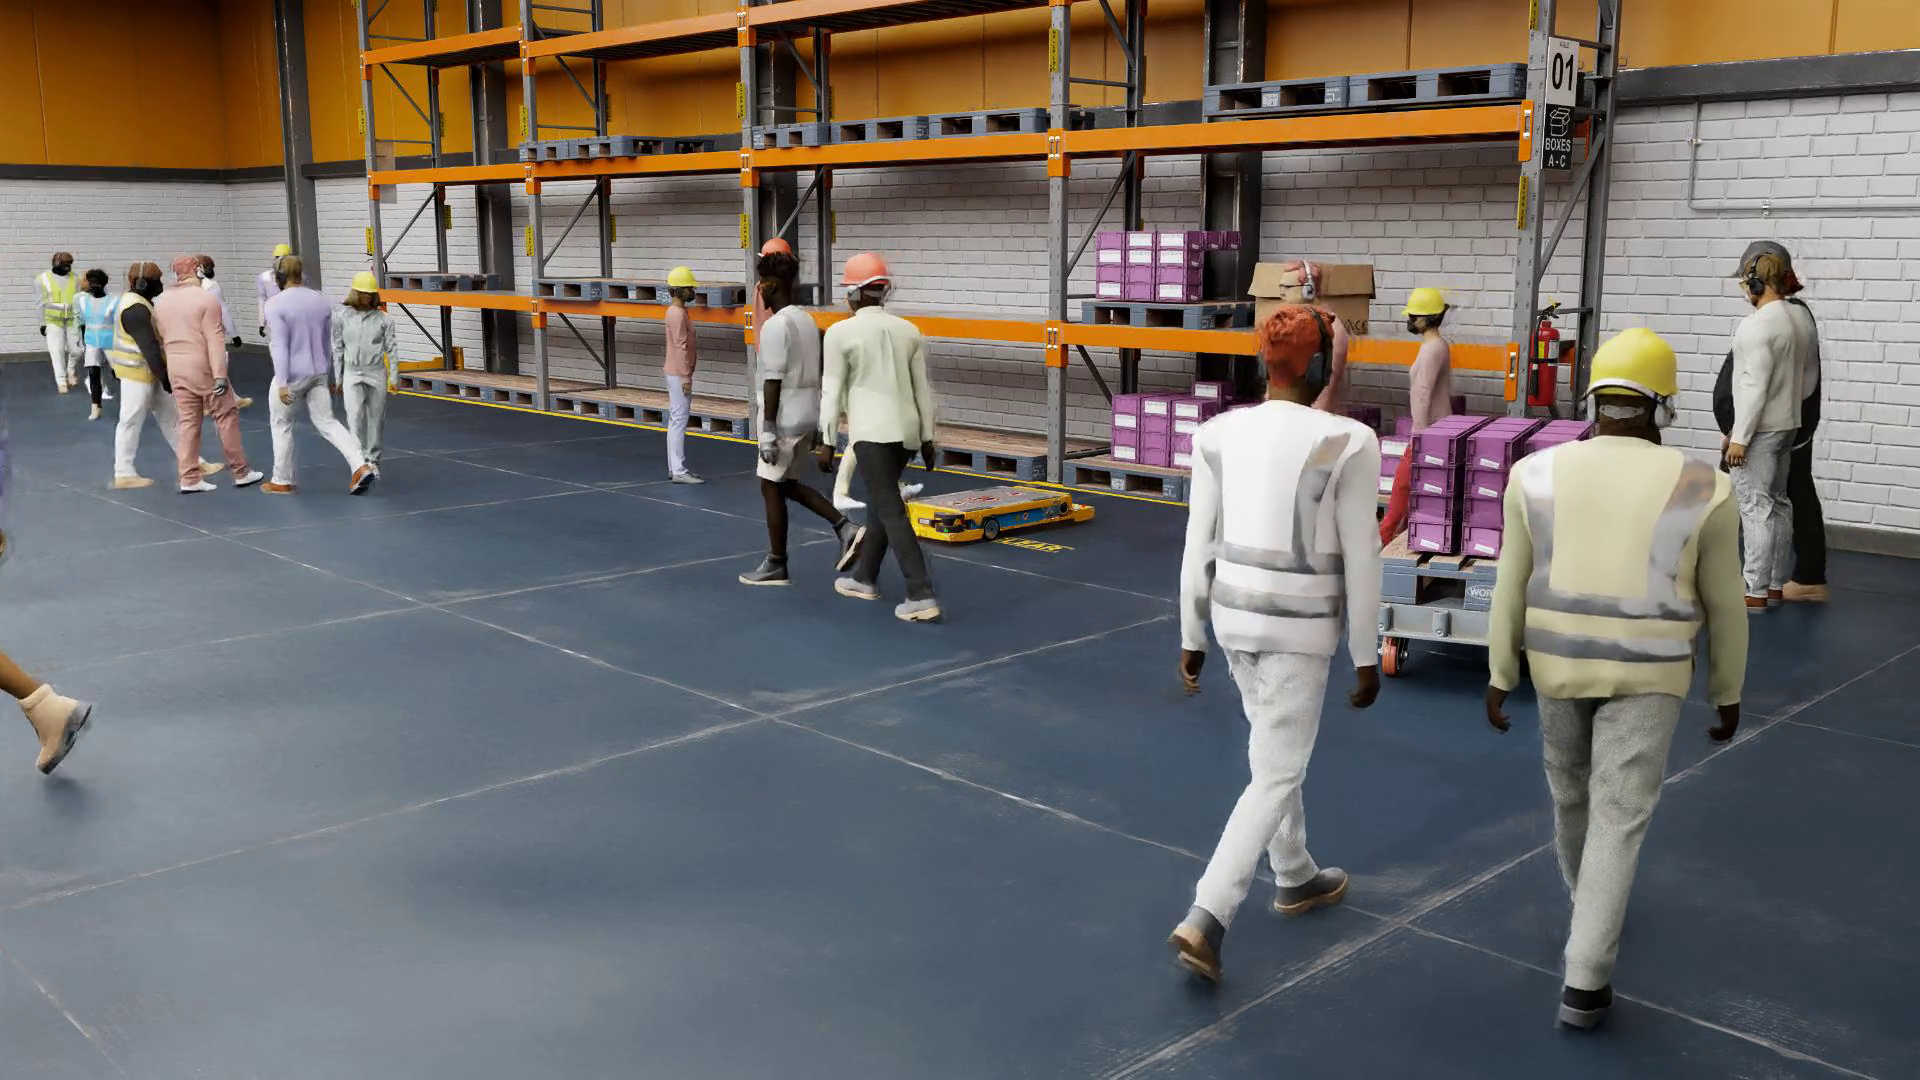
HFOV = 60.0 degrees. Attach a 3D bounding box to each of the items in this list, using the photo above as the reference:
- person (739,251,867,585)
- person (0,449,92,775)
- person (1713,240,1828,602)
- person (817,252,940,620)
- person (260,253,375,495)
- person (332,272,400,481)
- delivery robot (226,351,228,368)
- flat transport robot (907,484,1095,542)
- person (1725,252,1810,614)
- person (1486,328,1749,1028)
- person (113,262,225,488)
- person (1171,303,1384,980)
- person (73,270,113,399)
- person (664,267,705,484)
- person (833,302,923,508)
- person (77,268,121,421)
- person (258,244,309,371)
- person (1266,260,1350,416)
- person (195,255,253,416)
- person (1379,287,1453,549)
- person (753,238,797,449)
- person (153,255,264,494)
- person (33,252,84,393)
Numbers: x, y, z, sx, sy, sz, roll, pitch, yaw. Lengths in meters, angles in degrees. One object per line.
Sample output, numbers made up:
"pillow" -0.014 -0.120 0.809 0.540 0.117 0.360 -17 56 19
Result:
"person" -0.921 -0.686 9.583 0.658 1.941 0.630 2 11 12
"person" -3.705 -0.092 6.128 0.870 2.016 0.617 0 10 1
"person" 4.416 -0.684 9.274 0.985 2.000 0.696 3 11 14
"person" -0.405 -0.559 8.902 0.624 1.942 1.008 -10 14 -42
"person" -5.033 -1.268 12.896 0.979 1.898 0.635 4 11 23
"person" -4.828 -1.315 13.564 0.503 1.714 0.672 -4 11 -22
"delivery robot" -10.410 -2.471 22.816 0.477 0.478 0.707 4 11 23
"flat transport robot" 0.217 -0.201 11.467 1.431 0.197 0.652 -10 14 -44
"person" 4.311 -0.569 8.943 0.632 1.932 0.359 -10 14 -42
"person" 1.763 0.329 4.460 0.623 1.777 0.957 7 12 33
"person" -6.431 -1.316 13.372 0.890 1.804 0.636 -3 11 -17
"person" 0.853 0.266 4.644 0.576 1.853 0.949 10 14 43
"person" -10.825 -2.574 20.798 0.768 1.602 0.503 7 13 35
"person" -2.263 -1.340 13.603 0.310 1.768 0.533 -3 11 -14
"person" -0.618 -1.034 12.401 0.777 1.593 0.515 -4 11 -20
"person" -9.470 -2.183 18.493 0.538 1.676 0.758 0 10 -1
"person" -8.511 -2.770 20.989 0.629 1.907 0.553 -4 11 -20
"person" 1.847 -0.574 9.101 0.434 1.892 0.646 -2 11 -13
"person" -8.458 -2.307 18.818 0.632 1.798 0.932 7 13 35
"person" 2.877 -0.679 10.153 0.941 1.714 0.524 4 11 20
"person" -1.585 -1.596 14.370 0.383 1.993 0.622 -5 12 -25
"person" -5.964 -1.322 13.237 0.716 1.861 0.826 4 11 20
"person" -11.610 -2.814 21.524 0.616 1.818 0.539 -9 14 -40
